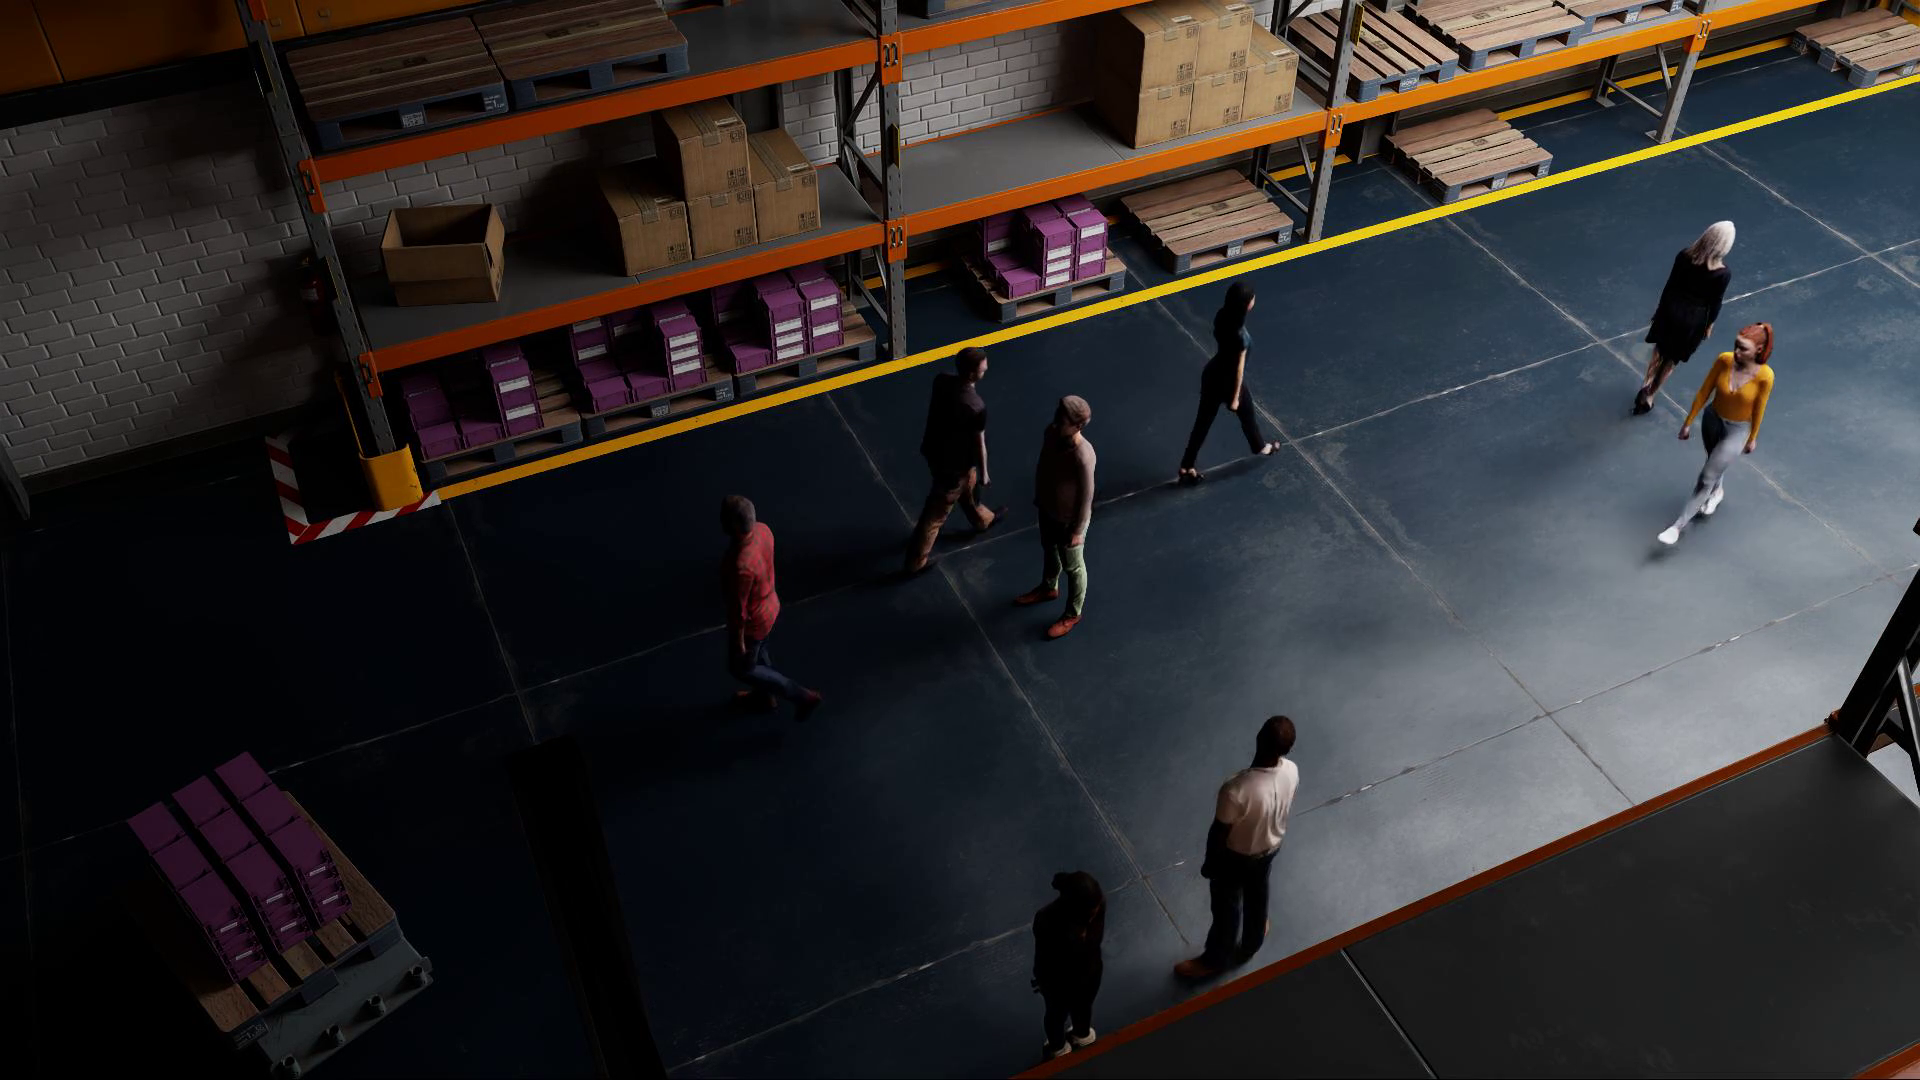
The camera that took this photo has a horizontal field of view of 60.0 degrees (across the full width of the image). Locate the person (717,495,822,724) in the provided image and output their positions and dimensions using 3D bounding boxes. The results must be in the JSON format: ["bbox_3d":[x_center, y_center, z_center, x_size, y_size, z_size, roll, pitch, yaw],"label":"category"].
[{"bbox_3d":[-1.183,0.477,10.129,1.042,1.813,0.959,8,44,8],"label":"person"}]

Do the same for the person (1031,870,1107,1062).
[{"bbox_3d":[0.555,2.182,8.450,0.589,1.659,0.650,1,44,1],"label":"person"}]

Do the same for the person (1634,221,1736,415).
[{"bbox_3d":[5.322,-1.582,12.346,0.741,1.734,0.796,33,53,30],"label":"person"}]

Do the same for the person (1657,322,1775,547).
[{"bbox_3d":[5.346,-0.805,11.558,0.864,1.697,1.234,34,53,30],"label":"person"}]

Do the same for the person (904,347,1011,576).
[{"bbox_3d":[-0.145,-0.513,11.188,1.133,1.784,0.691,-22,48,-22],"label":"person"}]

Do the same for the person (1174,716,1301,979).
[{"bbox_3d":[1.490,1.709,8.832,0.908,1.816,0.534,35,53,31],"label":"person"}]

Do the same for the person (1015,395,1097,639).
[{"bbox_3d":[0.672,-0.188,10.776,0.630,1.881,0.690,-23,48,-22],"label":"person"}]

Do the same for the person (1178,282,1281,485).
[{"bbox_3d":[1.810,-1.078,11.842,1.055,1.700,0.596,-17,46,-17],"label":"person"}]
